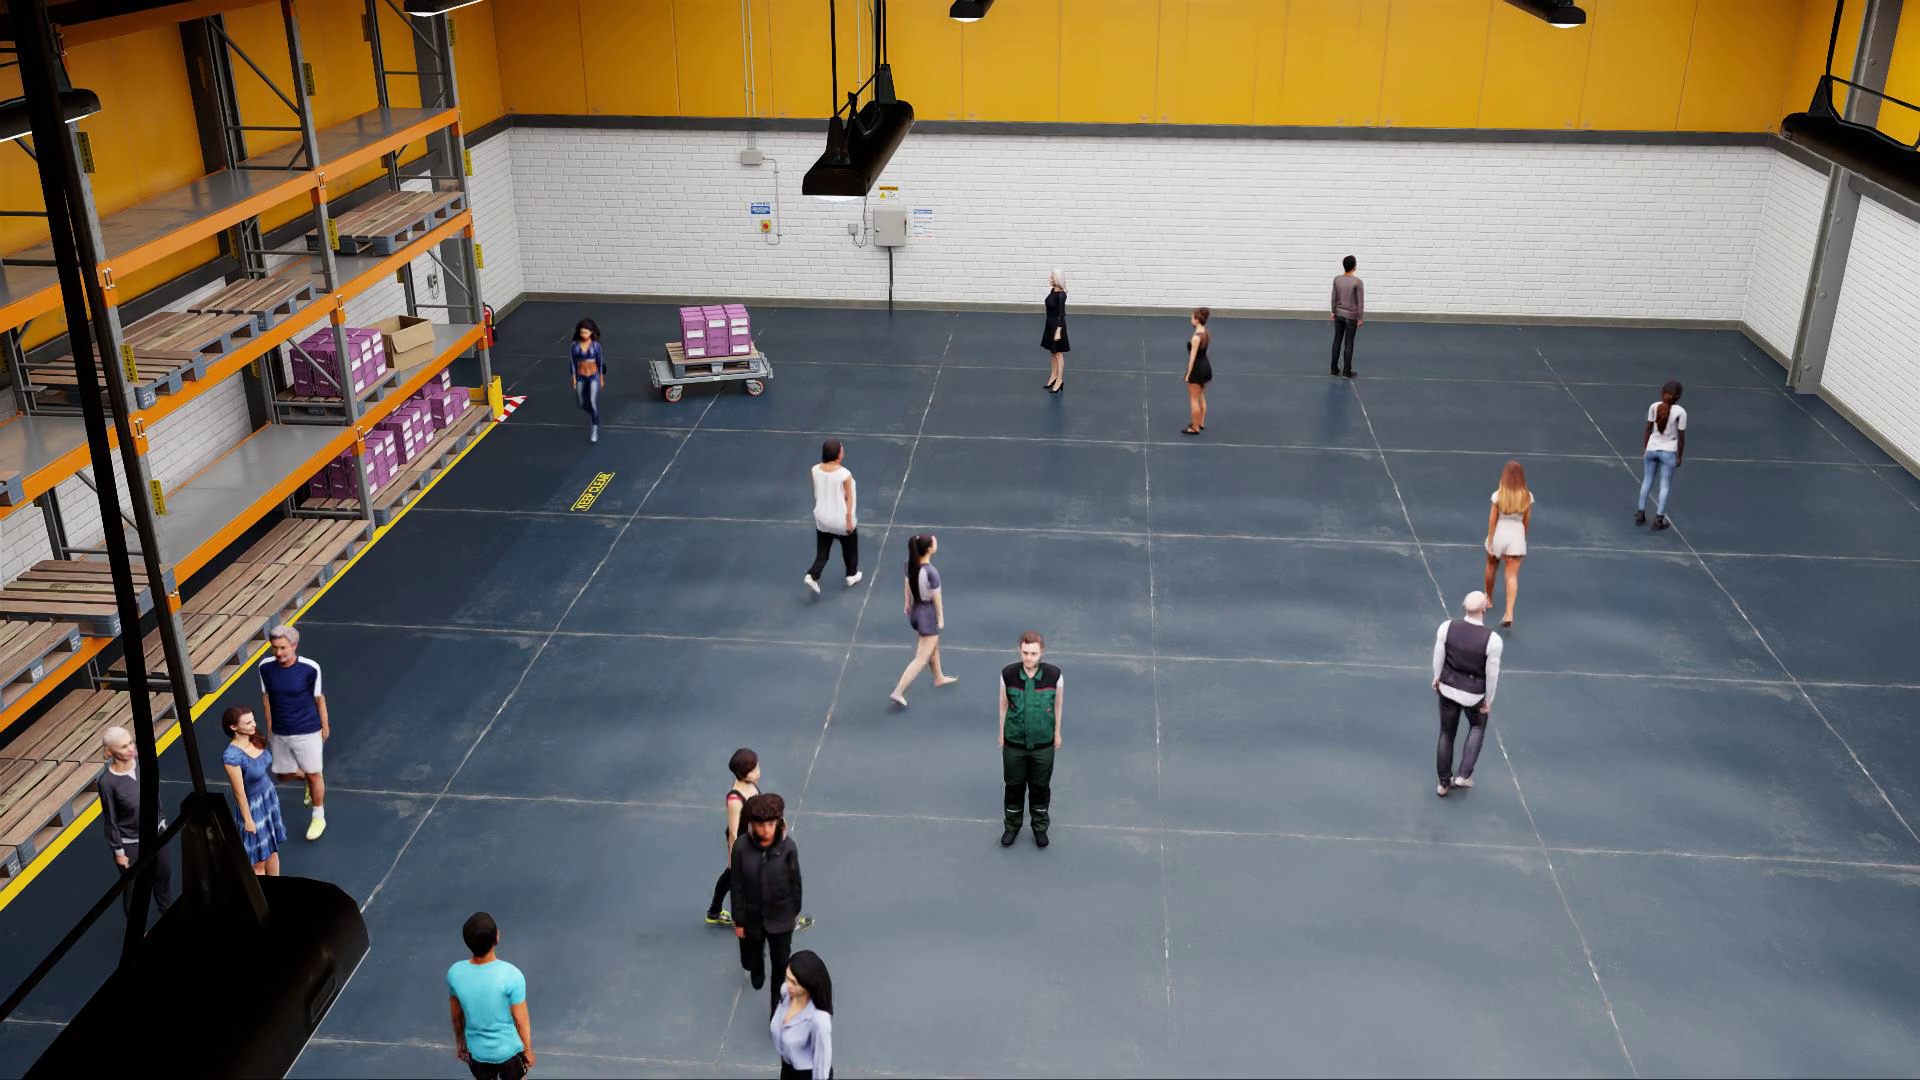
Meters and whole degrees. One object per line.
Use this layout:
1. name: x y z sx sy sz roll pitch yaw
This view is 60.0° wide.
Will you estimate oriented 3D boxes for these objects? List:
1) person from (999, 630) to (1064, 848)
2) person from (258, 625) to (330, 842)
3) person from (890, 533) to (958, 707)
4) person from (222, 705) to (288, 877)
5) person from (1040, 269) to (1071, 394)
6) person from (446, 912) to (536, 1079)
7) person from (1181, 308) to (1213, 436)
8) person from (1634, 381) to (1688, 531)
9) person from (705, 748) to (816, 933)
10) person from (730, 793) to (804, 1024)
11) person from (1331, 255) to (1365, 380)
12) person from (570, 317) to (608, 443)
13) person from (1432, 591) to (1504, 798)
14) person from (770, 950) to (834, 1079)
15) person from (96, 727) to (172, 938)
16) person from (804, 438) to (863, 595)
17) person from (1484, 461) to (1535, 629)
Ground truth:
1. person: 0.541 1.528 12.880 0.639 1.841 0.563 1 24 3
2. person: -5.194 1.444 13.088 0.686 1.828 0.872 0 24 0
3. person: -0.382 0.735 14.973 1.083 1.617 1.047 -16 28 -33
4. person: -5.013 1.976 11.899 0.754 1.806 0.545 -1 24 -3
5. person: 1.327 -2.928 23.192 0.749 1.746 0.631 -7 25 -16
6. person: -2.717 2.999 9.619 0.649 1.758 0.925 4 24 8
7. person: 3.099 -2.199 21.608 0.728 1.678 0.629 14 27 29
8. person: 7.908 -0.973 18.753 0.660 1.719 0.700 21 31 40
9. person: -1.604 2.162 11.848 0.636 1.507 0.975 1 24 1
10. person: -1.291 2.407 10.961 0.778 1.768 0.988 -4 24 -10
11. person: 5.511 -3.197 23.779 0.717 1.768 0.727 13 27 27
12. person: -4.777 -2.080 21.426 0.655 1.607 0.807 0 24 0
13. person: 4.045 1.285 13.471 0.787 1.812 0.778 12 26 25
14. person: -0.839 3.051 9.519 0.790 1.743 0.716 -17 29 -33
15. person: -5.839 2.071 11.784 0.723 1.725 0.545 8 25 17
16. person: -1.321 -0.223 17.107 0.942 1.664 1.139 14 27 28
17. person: 5.430 0.062 16.457 0.637 1.663 1.121 4 24 10
